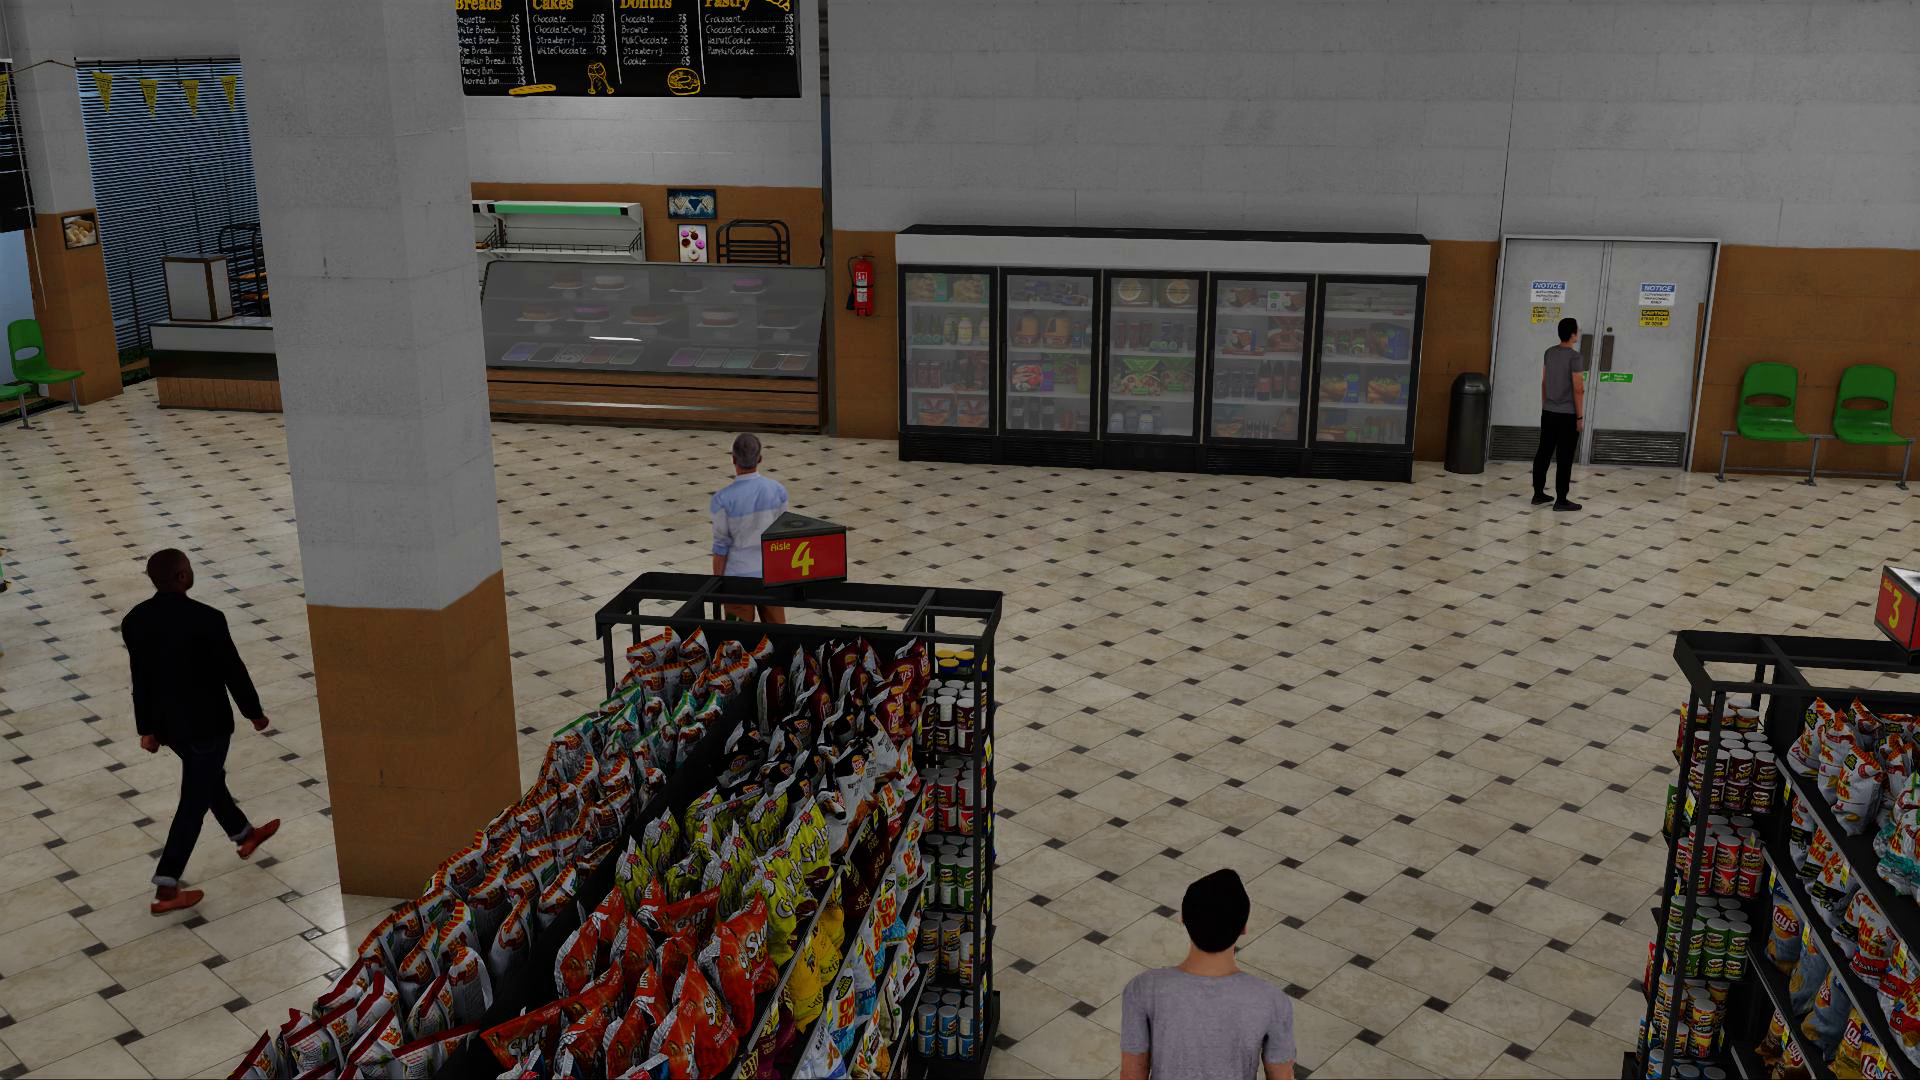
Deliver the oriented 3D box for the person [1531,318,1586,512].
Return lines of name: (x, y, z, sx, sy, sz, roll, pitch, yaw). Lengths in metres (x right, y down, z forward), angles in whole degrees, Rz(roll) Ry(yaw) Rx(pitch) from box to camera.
person: (5.470, -1.156, 15.146, 0.761, 1.755, 0.675, -8, 19, -25)

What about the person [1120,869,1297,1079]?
person: (0.705, 1.908, 4.925, 0.751, 1.831, 1.203, 5, 18, 16)

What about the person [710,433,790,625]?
person: (-1.300, 0.224, 10.477, 0.769, 1.827, 0.799, -9, 19, -27)

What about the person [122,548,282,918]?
person: (-3.806, 0.966, 8.129, 0.847, 1.772, 1.247, 6, 18, 20)
